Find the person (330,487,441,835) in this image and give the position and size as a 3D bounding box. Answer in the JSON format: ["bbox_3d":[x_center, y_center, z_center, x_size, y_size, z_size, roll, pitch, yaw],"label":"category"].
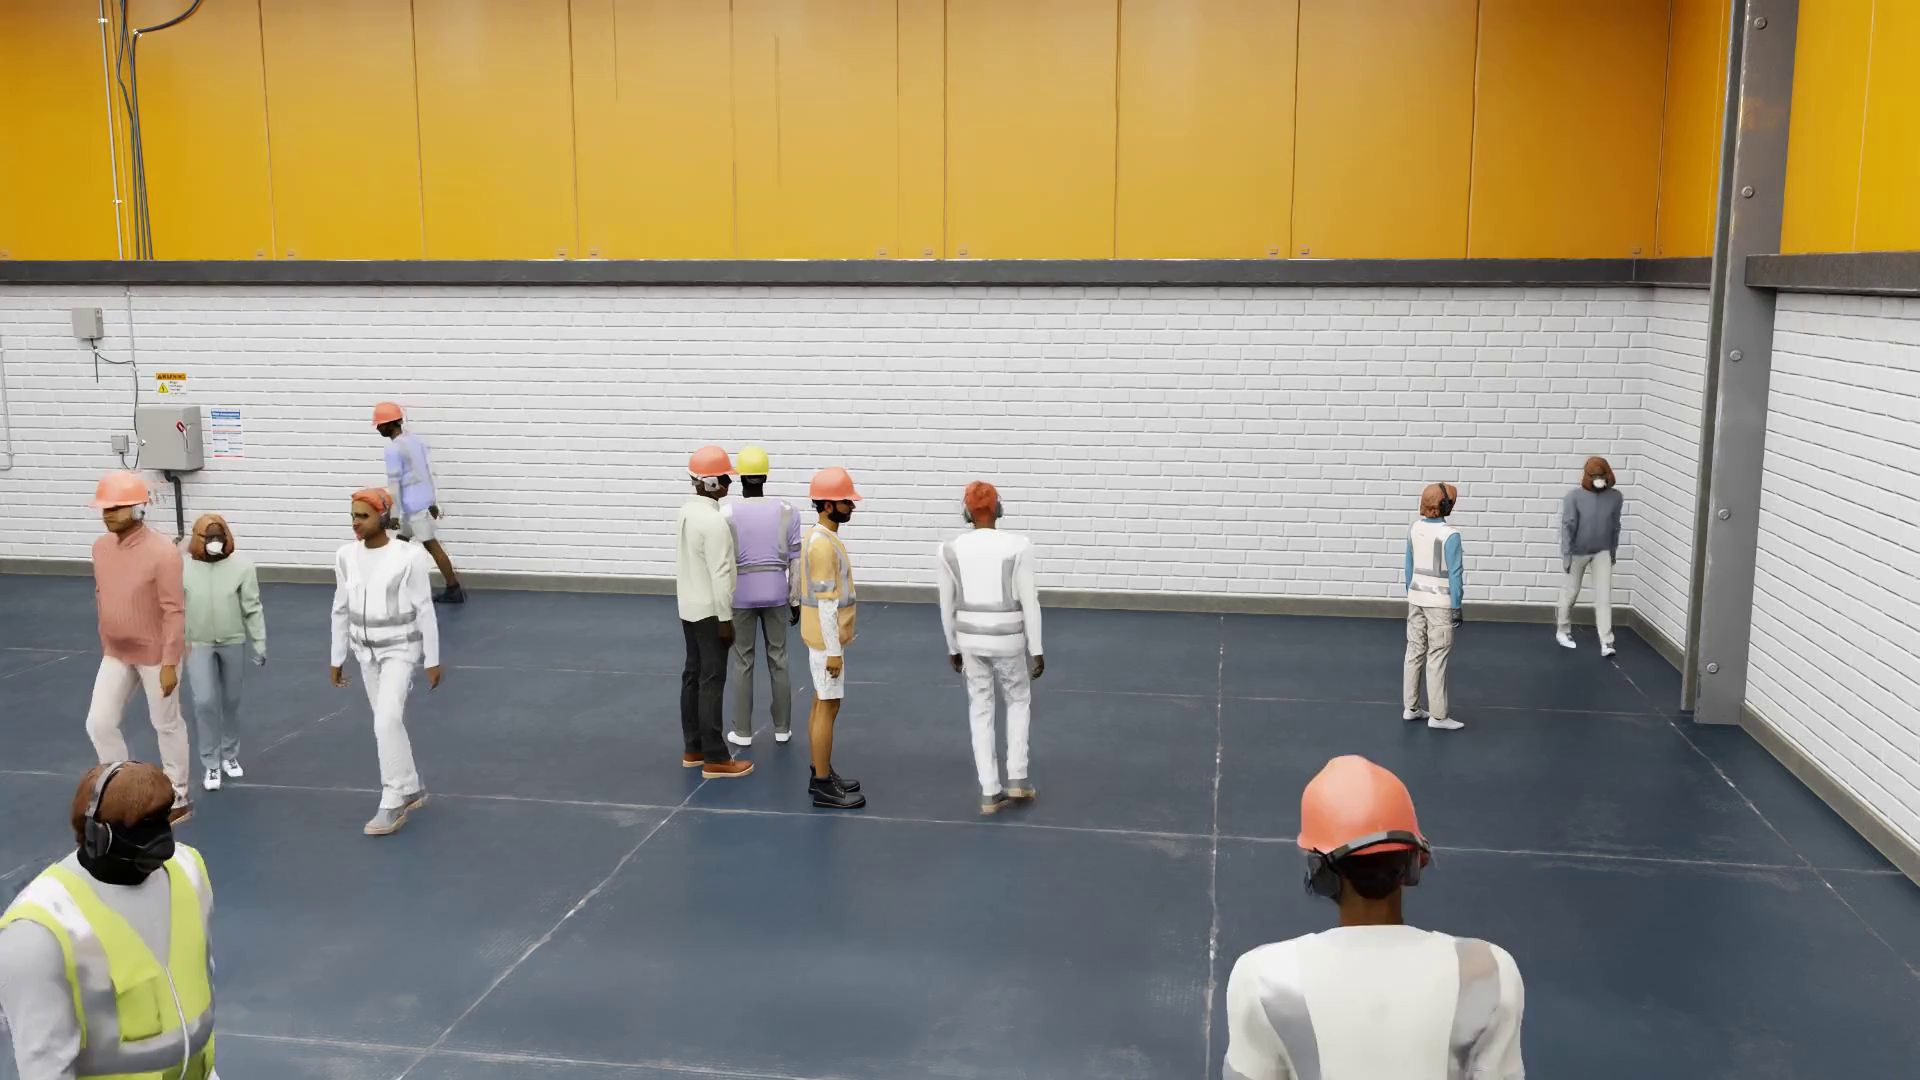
[{"bbox_3d":[-3.175,0.652,9.021,0.604,1.856,0.749,3,10,20],"label":"person"}]

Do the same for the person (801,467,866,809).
[{"bbox_3d":[-0.721,0.547,9.438,0.362,1.938,0.545,-1,9,-8],"label":"person"}]

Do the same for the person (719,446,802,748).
[{"bbox_3d":[-1.296,0.364,10.593,0.587,1.930,0.363,-3,10,-18],"label":"person"}]

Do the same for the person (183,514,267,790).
[{"bbox_3d":[-4.349,0.653,9.777,0.519,1.610,0.623,-6,11,-32],"label":"person"}]

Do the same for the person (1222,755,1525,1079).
[{"bbox_3d":[0.875,1.456,3.571,0.634,2.020,0.414,1,9,7],"label":"person"}]

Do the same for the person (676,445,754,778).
[{"bbox_3d":[-1.505,0.424,10.021,0.390,1.995,0.613,-5,10,-29],"label":"person"}]

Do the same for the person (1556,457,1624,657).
[{"bbox_3d":[4.972,0.127,13.103,0.527,1.584,0.857,-1,9,-4],"label":"person"}]

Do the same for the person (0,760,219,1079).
[{"bbox_3d":[-2.067,1.454,4.222,0.602,1.824,0.649,4,10,22],"label":"person"}]

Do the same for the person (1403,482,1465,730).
[{"bbox_3d":[3.144,0.434,11.046,0.310,1.642,0.514,-4,10,-24],"label":"person"}]

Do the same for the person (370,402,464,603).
[{"bbox_3d":[-5.000,-0.321,15.036,1.002,1.856,0.546,0,9,-1],"label":"person"}]

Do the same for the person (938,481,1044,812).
[{"bbox_3d":[0.195,0.594,9.408,0.639,1.856,0.556,3,10,17],"label":"person"}]

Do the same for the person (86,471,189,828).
[{"bbox_3d":[-4.425,0.625,8.828,0.643,1.974,0.675,3,10,19],"label":"person"}]
